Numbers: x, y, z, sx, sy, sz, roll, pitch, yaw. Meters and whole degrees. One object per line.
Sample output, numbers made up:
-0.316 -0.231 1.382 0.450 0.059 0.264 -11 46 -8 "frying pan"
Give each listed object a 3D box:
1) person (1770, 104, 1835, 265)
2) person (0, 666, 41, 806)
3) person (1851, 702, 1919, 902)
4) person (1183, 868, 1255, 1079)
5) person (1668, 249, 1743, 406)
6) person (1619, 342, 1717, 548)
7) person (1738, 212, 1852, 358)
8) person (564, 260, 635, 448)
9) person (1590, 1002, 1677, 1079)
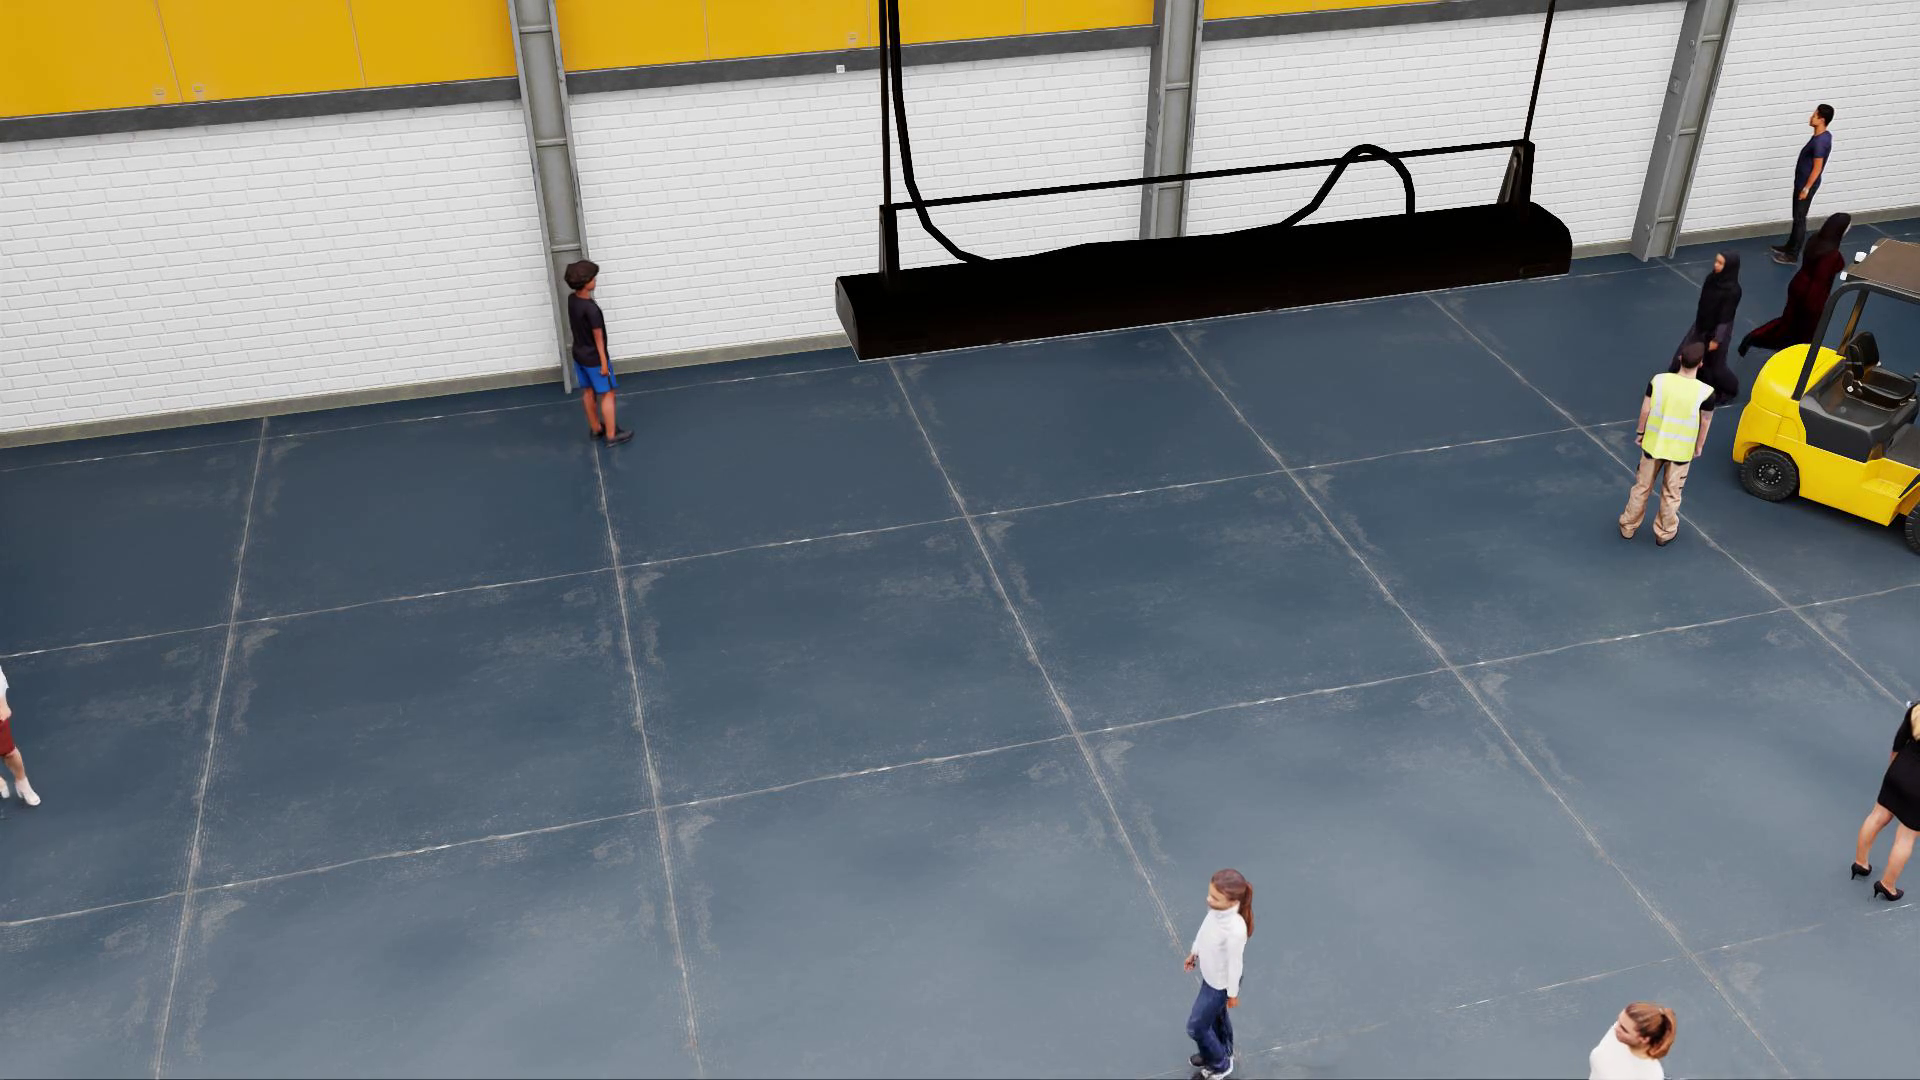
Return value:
9.370 -3.937 18.387 0.732 1.791 0.719 12 35 17 "person"
-6.472 1.068 10.910 0.657 1.733 0.821 13 36 19 "person"
5.883 1.523 10.278 0.477 1.675 0.556 -10 35 -15 "person"
1.507 2.371 9.123 0.593 1.541 0.550 -4 34 -6 "person"
7.130 -1.971 15.609 1.041 1.592 0.625 -11 35 -16 "person"
5.802 -0.789 13.600 0.855 1.847 0.914 18 38 25 "person"
8.105 -2.359 16.070 1.038 1.728 0.888 3 34 4 "person"
-3.358 -1.673 14.982 0.766 1.789 0.734 -28 43 -35 "person"
3.286 2.870 8.215 0.790 1.715 0.724 0 34 1 "person"
